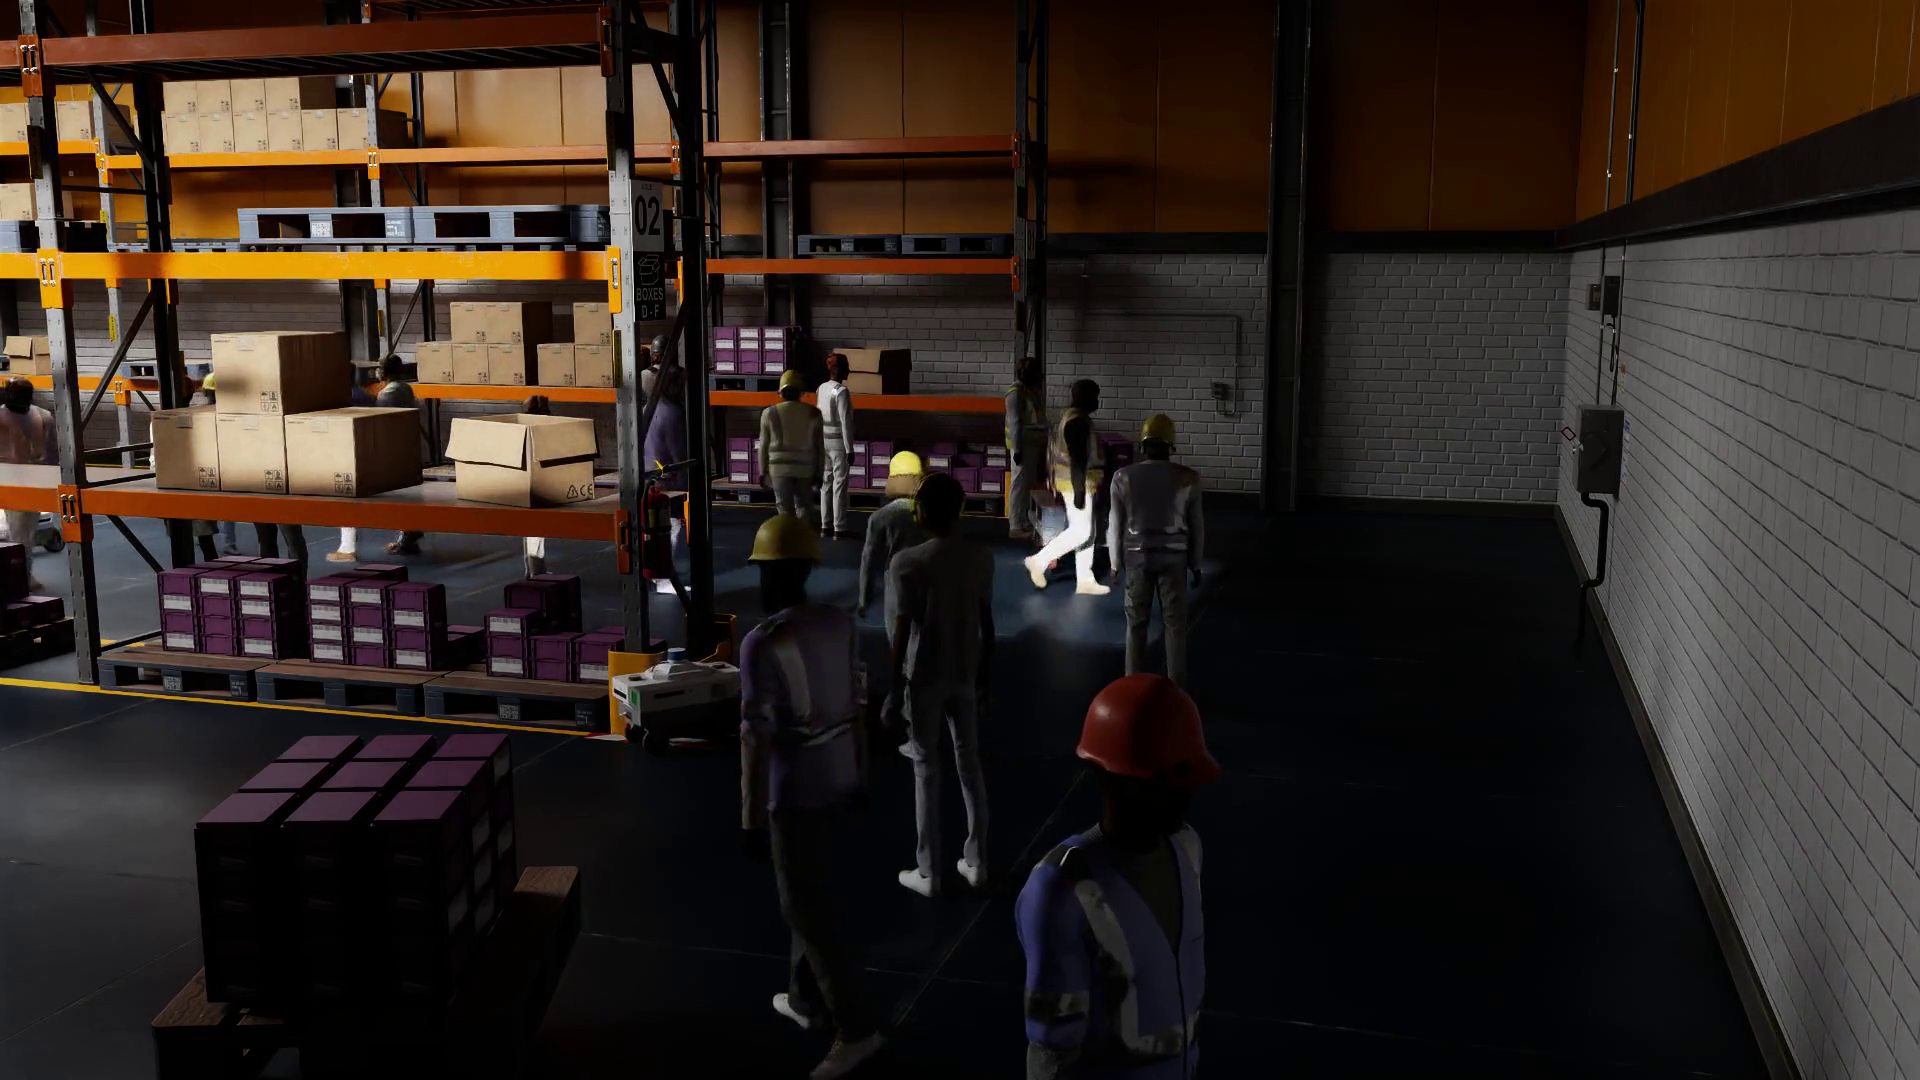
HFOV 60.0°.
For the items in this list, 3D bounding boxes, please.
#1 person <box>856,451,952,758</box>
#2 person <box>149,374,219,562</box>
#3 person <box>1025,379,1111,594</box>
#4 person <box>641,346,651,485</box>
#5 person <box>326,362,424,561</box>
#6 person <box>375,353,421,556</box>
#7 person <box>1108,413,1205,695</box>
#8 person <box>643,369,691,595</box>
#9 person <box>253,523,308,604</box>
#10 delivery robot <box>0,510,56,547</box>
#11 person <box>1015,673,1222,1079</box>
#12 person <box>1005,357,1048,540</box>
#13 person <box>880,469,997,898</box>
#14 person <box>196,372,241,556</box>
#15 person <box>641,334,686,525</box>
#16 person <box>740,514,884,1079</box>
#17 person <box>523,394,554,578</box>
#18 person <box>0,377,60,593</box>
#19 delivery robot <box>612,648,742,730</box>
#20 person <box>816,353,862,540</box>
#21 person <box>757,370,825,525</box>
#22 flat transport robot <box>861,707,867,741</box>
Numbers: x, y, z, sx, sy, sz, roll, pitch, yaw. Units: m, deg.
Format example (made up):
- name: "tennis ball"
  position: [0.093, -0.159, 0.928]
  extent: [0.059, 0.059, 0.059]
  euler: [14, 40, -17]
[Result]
- name: "person"
  position: [-0.314, 0.344, 9.488]
  extent: [0.507, 1.687, 0.858]
  euler: [-4, 10, -21]
- name: "person"
  position: [-6.057, -0.352, 13.032]
  extent: [0.550, 1.933, 0.370]
  euler: [0, 9, -3]
- name: "person"
  position: [0.926, -0.435, 13.918]
  extent: [0.633, 1.816, 0.654]
  euler: [1, 9, 6]
- name: "person"
  position: [-3.504, -1.191, 18.307]
  extent: [0.362, 1.883, 0.575]
  euler: [4, 10, 24]
- name: "person"
  position: [-5.500, -0.740, 15.503]
  extent: [0.822, 1.907, 0.651]
  euler: [0, 9, 1]
- name: "person"
  position: [-5.351, -0.803, 15.849]
  extent: [0.483, 1.952, 0.640]
  euler: [0, 9, 0]
- name: "person"
  position: [1.231, 0.122, 10.457]
  extent: [0.601, 1.830, 0.404]
  euler: [1, 9, 8]
- name: "person"
  position: [-2.443, -0.484, 13.954]
  extent: [0.450, 1.888, 0.680]
  euler: [-6, 11, -31]
- name: "person"
  position: [-5.508, -0.410, 13.376]
  extent: [0.630, 1.940, 0.373]
  euler: [2, 9, 10]
- name: "delivery robot"
  position: [-9.007, -0.174, 15.843]
  extent: [0.707, 0.478, 0.477]
  euler: [3, 10, 19]
- name: "person"
  position: [0.358, 1.217, 3.463]
  extent: [0.375, 1.935, 0.551]
  euler: [8, 12, 39]
- name: "person"
  position: [0.679, -0.936, 16.874]
  extent: [0.429, 1.841, 0.634]
  euler: [3, 10, 19]
- name: "person"
  position: [-0.079, 0.626, 7.279]
  extent: [0.532, 1.867, 0.309]
  euler: [-5, 10, -26]
- name: "person"
  position: [-7.083, -0.727, 15.842]
  extent: [0.547, 1.752, 0.492]
  euler: [-8, 12, -41]
- name: "person"
  position: [-3.146, -1.161, 17.643]
  extent: [0.686, 2.000, 0.535]
  euler: [-5, 11, -28]
- name: "person"
  position: [-0.496, 0.866, 5.804]
  extent: [0.660, 1.887, 0.639]
  euler: [5, 11, 29]
- name: "person"
  position: [-3.690, -0.450, 14.521]
  extent: [0.315, 1.640, 0.514]
  euler: [-3, 10, -20]
- name: "person"
  position: [-7.892, -0.468, 14.109]
  extent: [0.781, 1.811, 0.630]
  euler: [5, 11, 30]
- name: "delivery robot"
  position: [-1.621, 0.862, 9.541]
  extent: [0.707, 0.478, 0.477]
  euler: [-6, 11, -33]
- name: "person"
  position: [-1.234, -0.939, 16.765]
  extent: [0.343, 1.882, 0.585]
  euler: [-6, 11, -33]
- name: "person"
  position: [-1.570, -0.654, 15.267]
  extent: [0.597, 1.810, 0.678]
  euler: [-3, 10, -19]
- name: "flat transport robot"
  position: [-0.885, 0.968, 10.038]
  extent: [0.652, 0.197, 1.431]
  euler: [-1, 9, -3]
